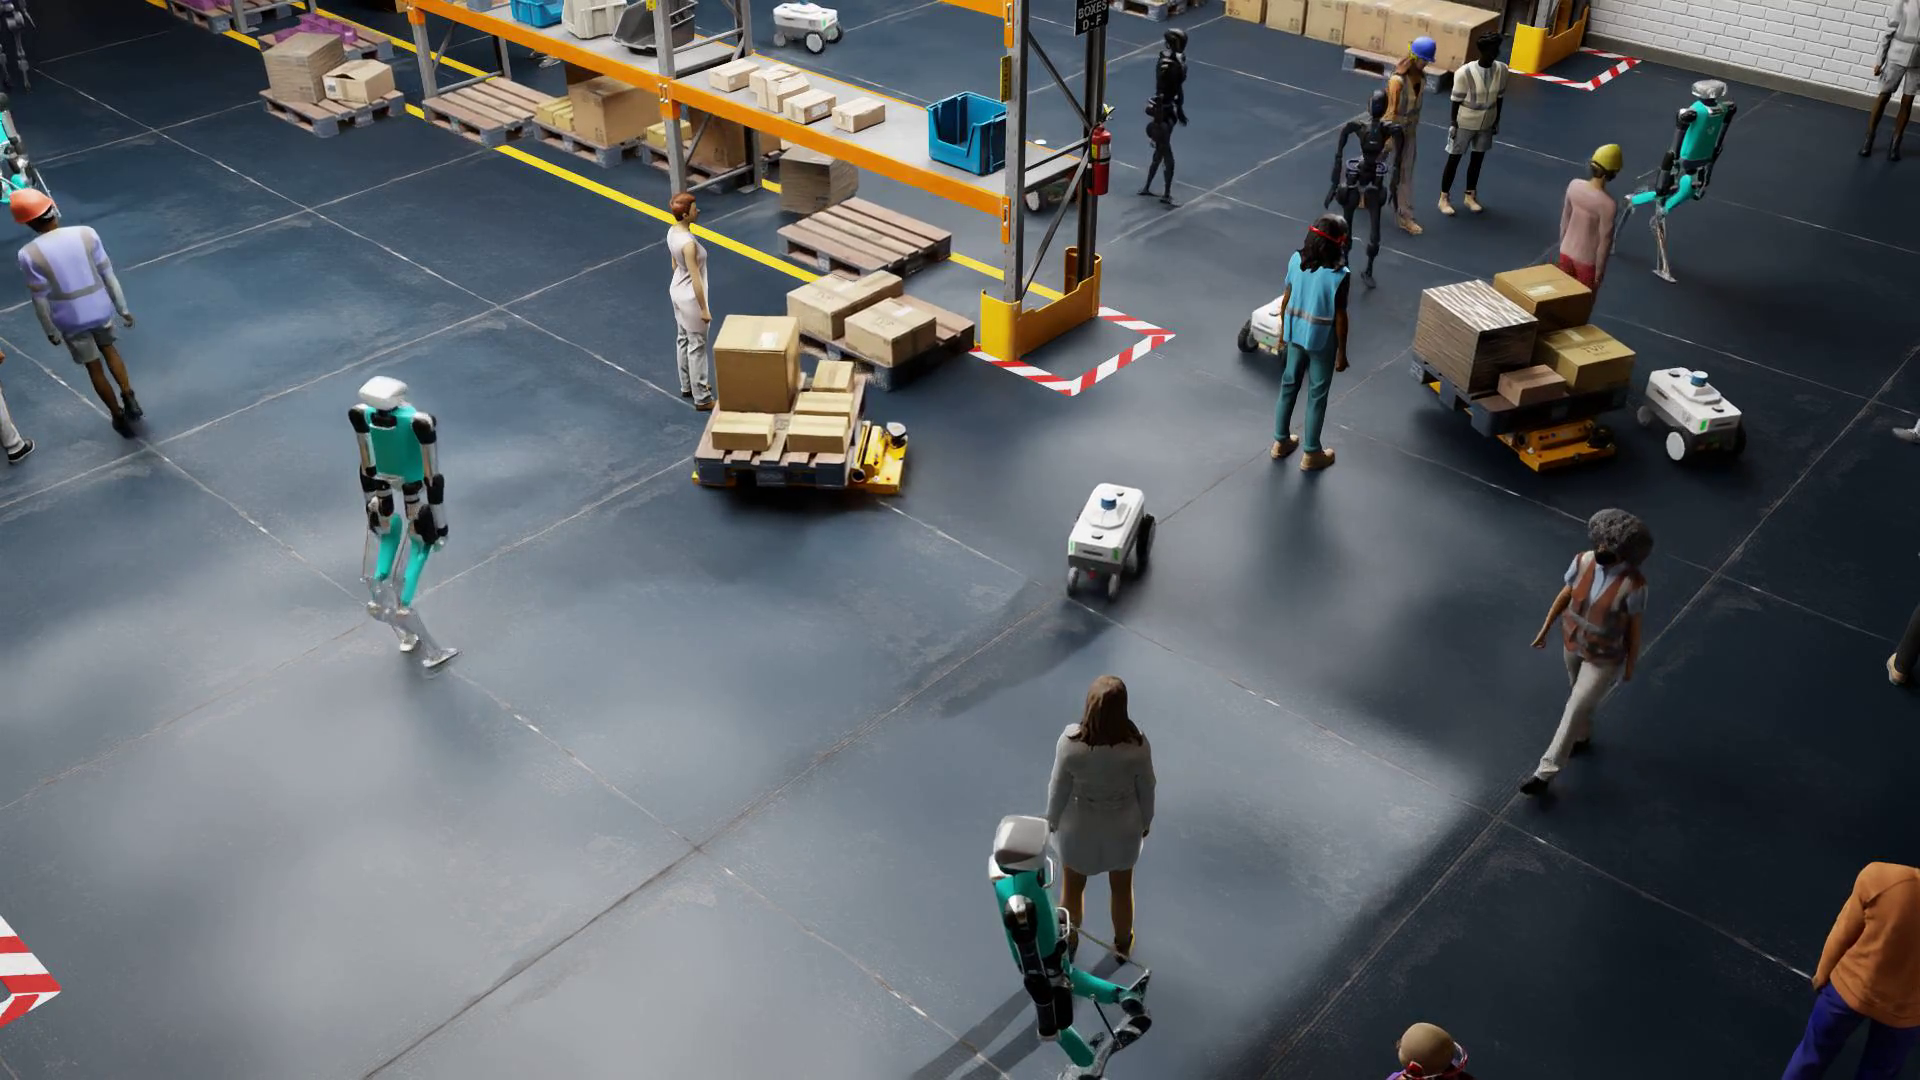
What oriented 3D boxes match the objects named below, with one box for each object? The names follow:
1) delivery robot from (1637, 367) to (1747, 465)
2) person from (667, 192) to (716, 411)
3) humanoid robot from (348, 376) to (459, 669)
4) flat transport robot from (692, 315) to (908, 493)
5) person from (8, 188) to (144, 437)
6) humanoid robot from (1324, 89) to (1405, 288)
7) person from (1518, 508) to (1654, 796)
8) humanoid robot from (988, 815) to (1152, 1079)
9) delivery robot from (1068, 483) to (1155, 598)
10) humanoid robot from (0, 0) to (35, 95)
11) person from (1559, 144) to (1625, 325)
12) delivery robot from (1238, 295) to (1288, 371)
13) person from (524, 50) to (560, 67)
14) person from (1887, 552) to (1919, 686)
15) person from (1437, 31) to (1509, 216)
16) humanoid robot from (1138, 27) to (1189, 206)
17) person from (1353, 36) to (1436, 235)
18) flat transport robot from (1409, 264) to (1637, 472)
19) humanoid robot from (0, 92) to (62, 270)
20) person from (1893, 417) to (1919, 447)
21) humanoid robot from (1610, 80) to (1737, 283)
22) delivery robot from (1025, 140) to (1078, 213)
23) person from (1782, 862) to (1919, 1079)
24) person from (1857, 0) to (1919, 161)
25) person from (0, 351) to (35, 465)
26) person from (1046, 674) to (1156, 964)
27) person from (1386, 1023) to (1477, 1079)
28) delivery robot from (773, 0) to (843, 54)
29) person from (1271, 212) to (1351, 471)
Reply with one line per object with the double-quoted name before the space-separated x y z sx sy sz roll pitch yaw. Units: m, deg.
"delivery robot" 5.227 -0.915 11.884 0.499 0.595 0.792 -8 35 -12
"person" -1.939 -1.734 12.091 0.286 1.656 0.437 -18 38 -24
"humanoid robot" -3.263 -0.032 9.521 0.538 1.743 0.743 11 36 15
"flat transport robot" -1.113 -0.601 11.682 1.431 0.231 0.659 3 35 4
"person" -6.176 -1.594 11.684 0.588 1.897 0.466 -29 44 -35
"humanoid robot" 3.350 -2.919 13.795 0.609 1.647 0.414 3 35 4
"person" 3.244 0.583 8.732 0.804 1.649 0.480 -21 40 -27
"humanoid robot" 0.525 1.847 6.880 0.831 1.803 0.551 0 35 0
"delivery robot" 0.934 -0.036 10.603 0.499 0.586 0.765 11 36 16
"humanoid robot" -10.248 -5.619 17.717 0.601 1.641 0.567 -16 38 -22
"person" 4.704 -2.165 12.641 0.603 1.752 0.535 -14 37 -19
"delivery robot" 2.584 -1.689 13.023 0.802 0.614 0.499 -27 43 -34
"person" -4.723 -6.140 18.396 0.331 1.752 0.561 -24 41 -31
"person" 5.679 0.078 9.310 0.511 1.845 0.336 19 39 25
"person" 4.639 -3.758 15.004 0.531 1.692 0.318 -9 36 -12
"humanoid robot" 1.889 -3.883 15.207 0.462 1.639 0.589 16 38 22
"person" 3.912 -3.669 14.870 0.467 1.728 0.911 -18 39 -25
"flat transport robot" 4.090 -0.981 12.231 0.659 0.231 1.431 -12 36 -17
"humanoid robot" -7.694 -2.921 13.785 0.996 1.774 0.533 15 37 20
"person" 7.032 -1.390 11.407 0.574 1.876 0.609 -10 36 -15
"humanoid robot" 5.903 -3.121 14.046 0.541 1.763 0.964 -12 36 -16
"delivery robot" 0.748 -3.434 15.520 0.499 0.579 0.774 -21 40 -27
"person" 3.722 1.812 6.691 0.516 1.974 0.398 21 40 28
"person" 9.162 -4.633 16.068 0.548 1.927 0.390 14 37 19
"person" -6.870 -1.326 11.364 0.592 1.820 0.403 -5 35 -8
"person" 0.645 1.300 7.699 0.496 1.659 0.337 1 35 1
"person" 1.622 2.375 6.113 0.349 1.694 0.484 24 41 30
"delivery robot" -1.763 -5.949 19.184 0.795 0.602 0.499 14 37 20
"person" 2.404 -1.347 11.356 0.376 1.864 0.544 -30 44 -36
